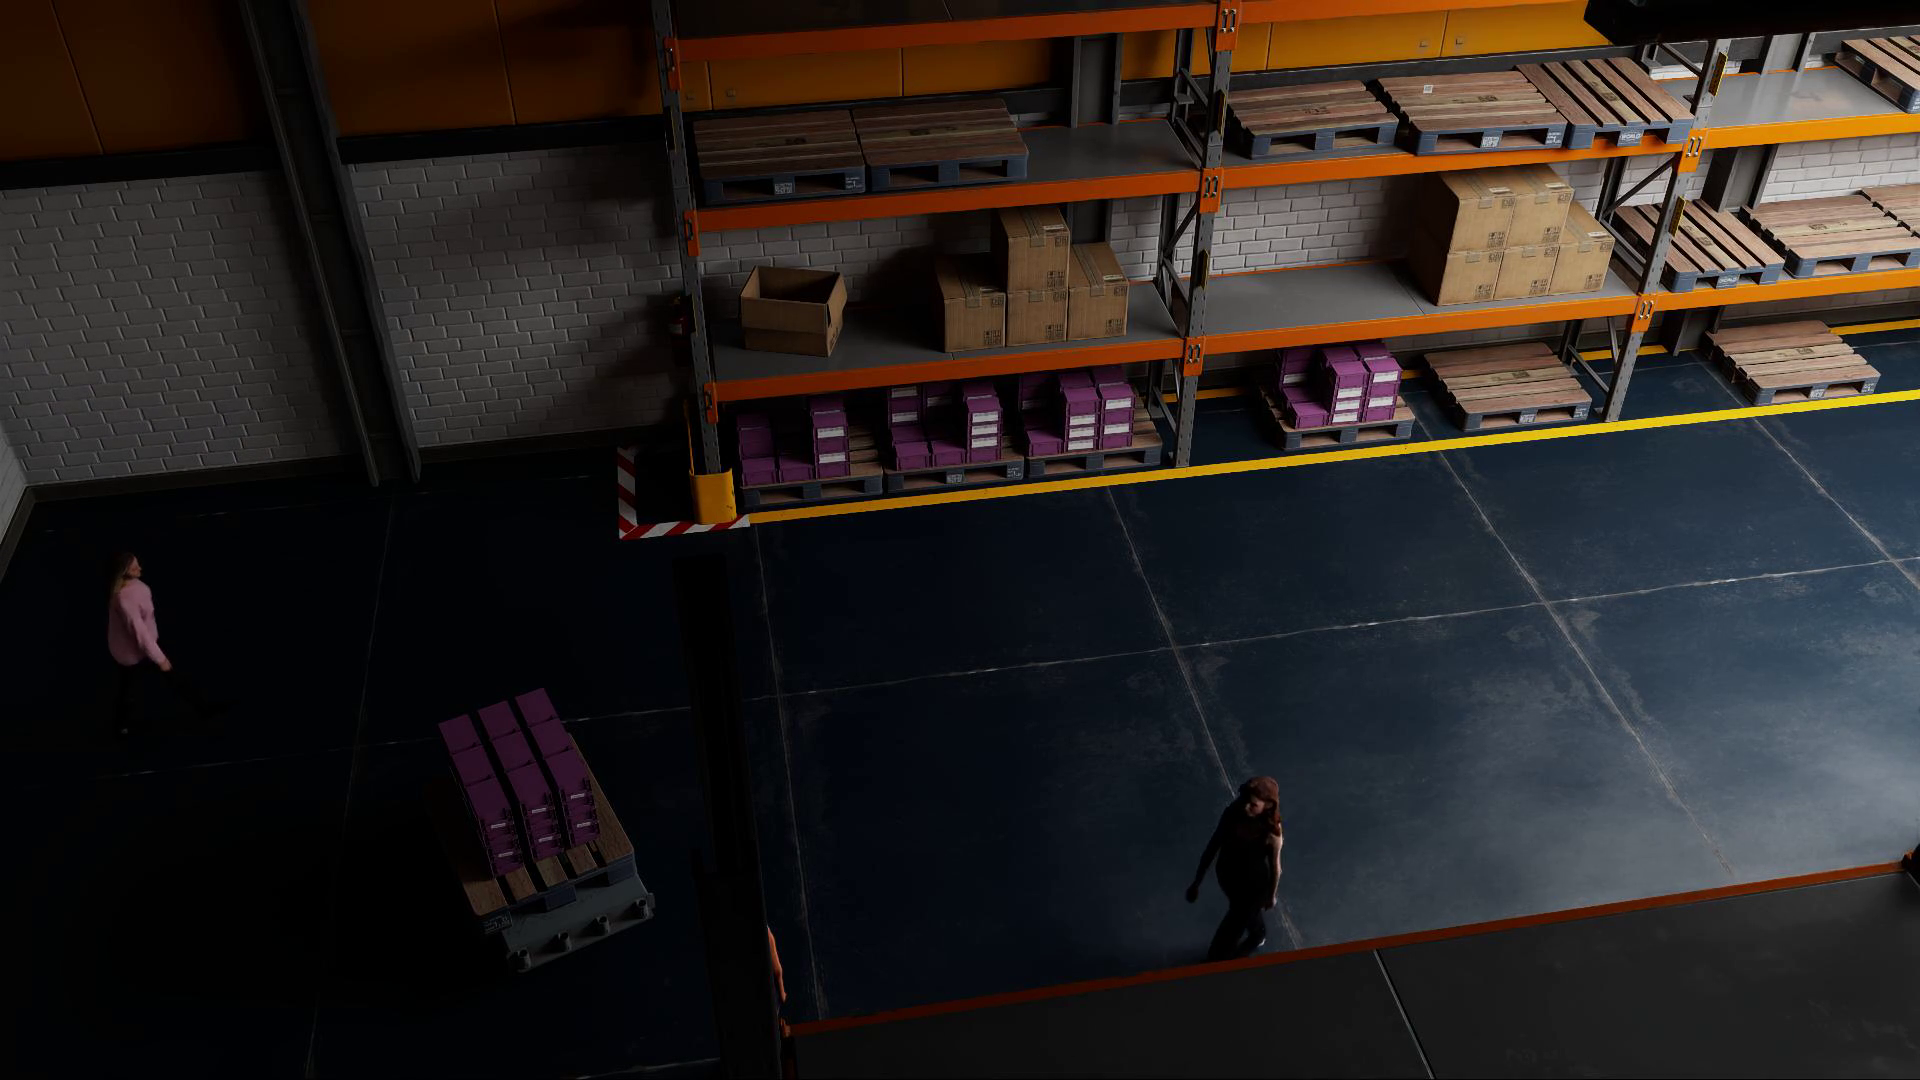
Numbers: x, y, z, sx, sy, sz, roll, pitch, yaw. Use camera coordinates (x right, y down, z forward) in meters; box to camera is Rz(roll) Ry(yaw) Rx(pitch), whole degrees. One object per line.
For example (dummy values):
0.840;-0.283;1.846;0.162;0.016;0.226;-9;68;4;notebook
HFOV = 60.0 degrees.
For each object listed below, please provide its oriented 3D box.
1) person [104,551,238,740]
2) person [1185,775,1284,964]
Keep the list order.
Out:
-5.735;0.754;11.384;1.102;1.625;0.714;-17;41;-20;person
1.730;1.957;9.817;1.149;1.702;0.957;-30;47;-32;person
